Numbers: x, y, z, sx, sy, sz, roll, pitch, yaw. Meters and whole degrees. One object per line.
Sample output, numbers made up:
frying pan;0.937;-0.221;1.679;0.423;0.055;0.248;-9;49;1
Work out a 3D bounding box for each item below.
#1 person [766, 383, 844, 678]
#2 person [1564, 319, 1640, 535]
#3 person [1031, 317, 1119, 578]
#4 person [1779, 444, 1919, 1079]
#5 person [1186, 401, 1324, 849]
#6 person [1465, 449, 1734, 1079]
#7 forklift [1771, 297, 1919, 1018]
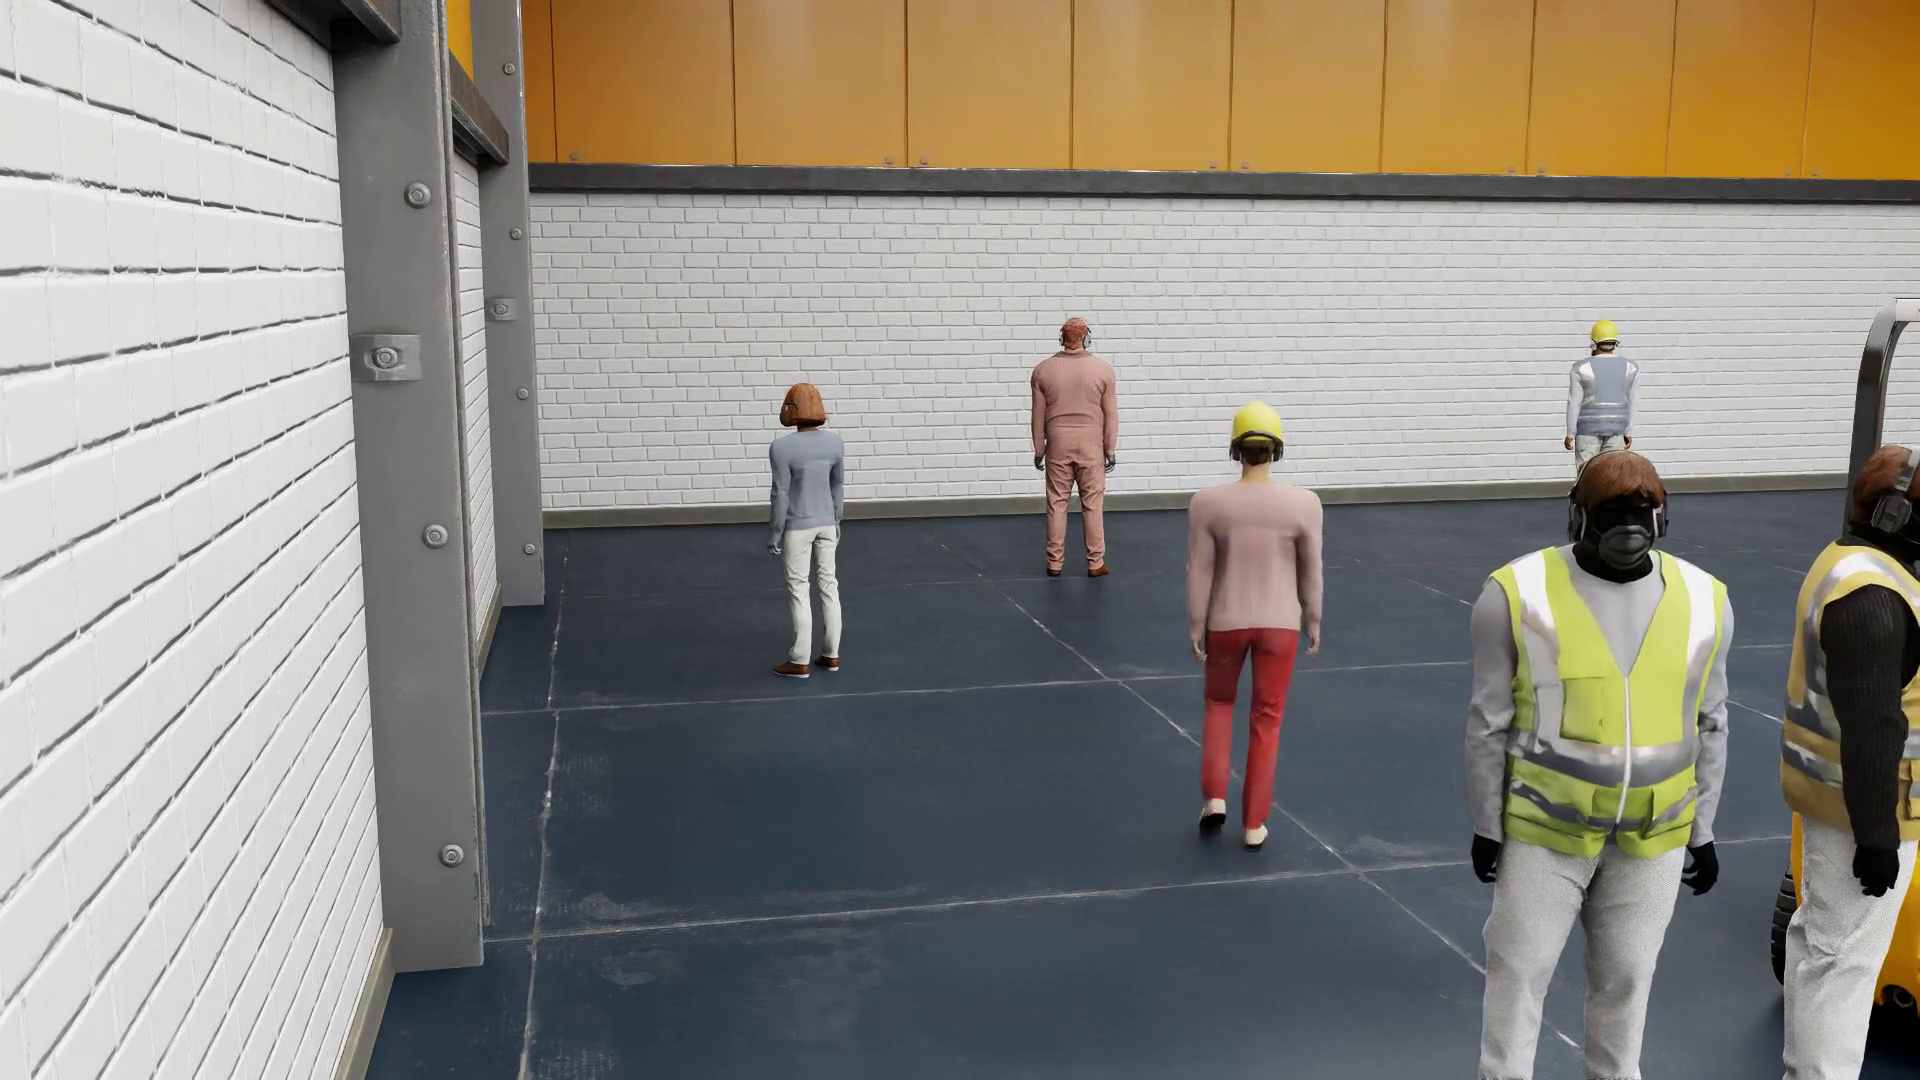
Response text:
person;-0.855;-0.053;9.241;0.500;1.633;0.279;-9;13;-43
person;5.376;-0.933;13.987;0.592;1.837;0.404;0;9;-1
person;0.843;-0.672;12.183;0.639;1.909;0.409;2;9;11
person;2.294;0.675;4.188;0.429;1.837;0.621;4;10;23
person;1.154;0.336;6.532;0.531;1.753;0.433;2;10;13
person;1.544;0.696;4.045;0.624;1.844;0.430;1;9;4
forklift;3.542;0.334;5.177;2.313;2.155;1.214;-9;13;-43
